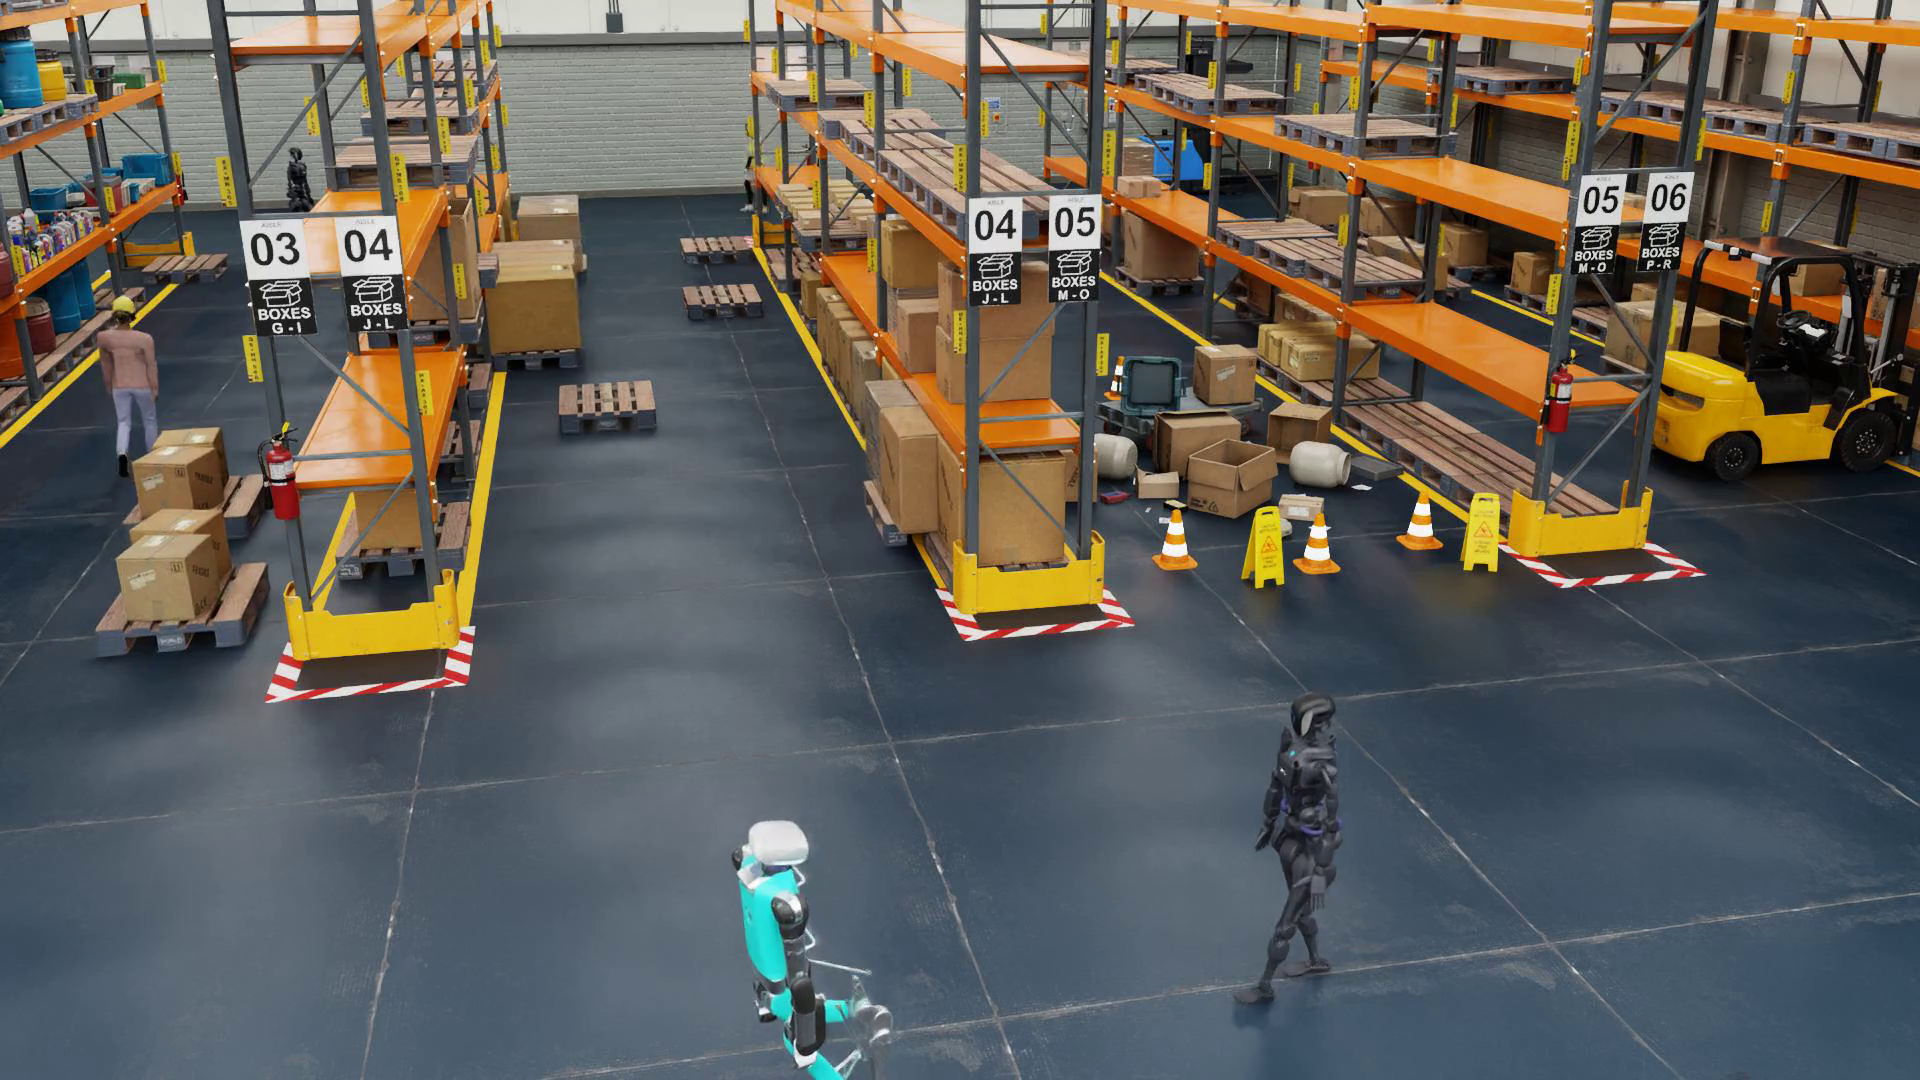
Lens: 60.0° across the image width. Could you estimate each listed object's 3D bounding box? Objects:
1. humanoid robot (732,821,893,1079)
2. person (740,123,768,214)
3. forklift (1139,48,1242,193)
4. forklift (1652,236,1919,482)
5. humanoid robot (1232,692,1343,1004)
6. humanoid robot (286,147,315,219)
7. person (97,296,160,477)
[{"bbox_3d":[-0.503,1.919,7.015,1.020,1.785,0.542,-11,23,-28],"label":"humanoid robot"},{"bbox_3d":[-3.854,-6.831,30.584,0.651,1.670,0.535,-3,21,-8],"label":"person"},{"bbox_3d":[4.566,-8.313,32.860,1.873,2.768,1.129,-4,21,-12],"label":"forklift"},{"bbox_3d":[8.013,-1.814,16.330,2.313,2.155,1.214,-4,21,-12],"label":"forklift"},{"bbox_3d":[1.622,1.497,8.162,0.640,1.638,0.602,-6,21,-17],"label":"humanoid robot"},{"bbox_3d":[-10.835,-5.616,27.309,0.453,1.641,0.613,4,21,9],"label":"humanoid robot"},{"bbox_3d":[-8.002,-1.477,16.051,0.532,1.743,0.678,-3,21,-9],"label":"person"}]
